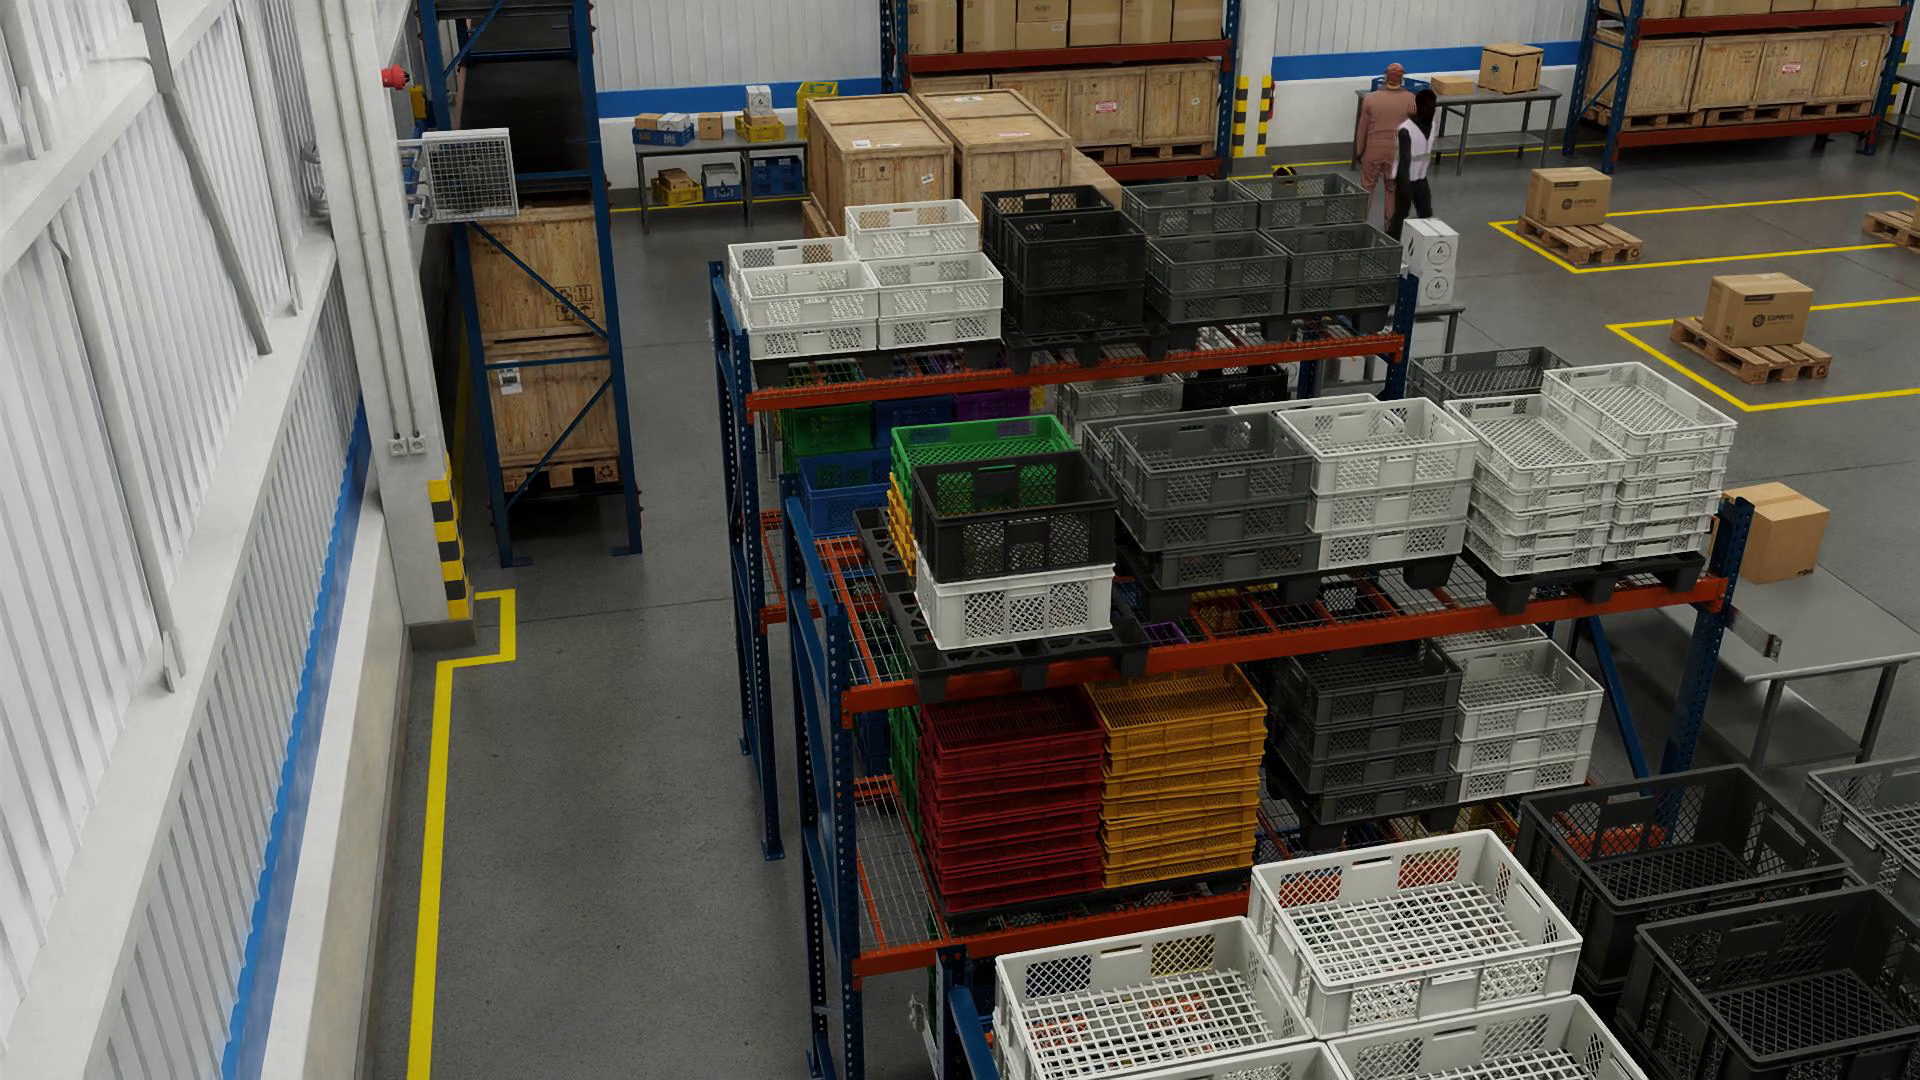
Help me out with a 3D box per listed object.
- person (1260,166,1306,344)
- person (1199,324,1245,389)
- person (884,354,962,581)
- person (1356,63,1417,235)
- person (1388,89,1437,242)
[{"bbox_3d":[2.819,-2.442,14.969,0.521,1.852,0.573,-16,32,-28],"label":"person"},{"bbox_3d":[2.022,-1.349,12.869,0.354,1.878,0.566,-1,28,-1],"label":"person"},{"bbox_3d":[-0.320,-0.510,11.269,0.928,1.899,0.630,7,29,14],"label":"person"},{"bbox_3d":[4.728,-4.336,18.516,0.654,1.900,0.397,4,28,8],"label":"person"},{"bbox_3d":[4.776,-3.730,17.357,0.602,1.909,0.571,-22,35,-35],"label":"person"}]
